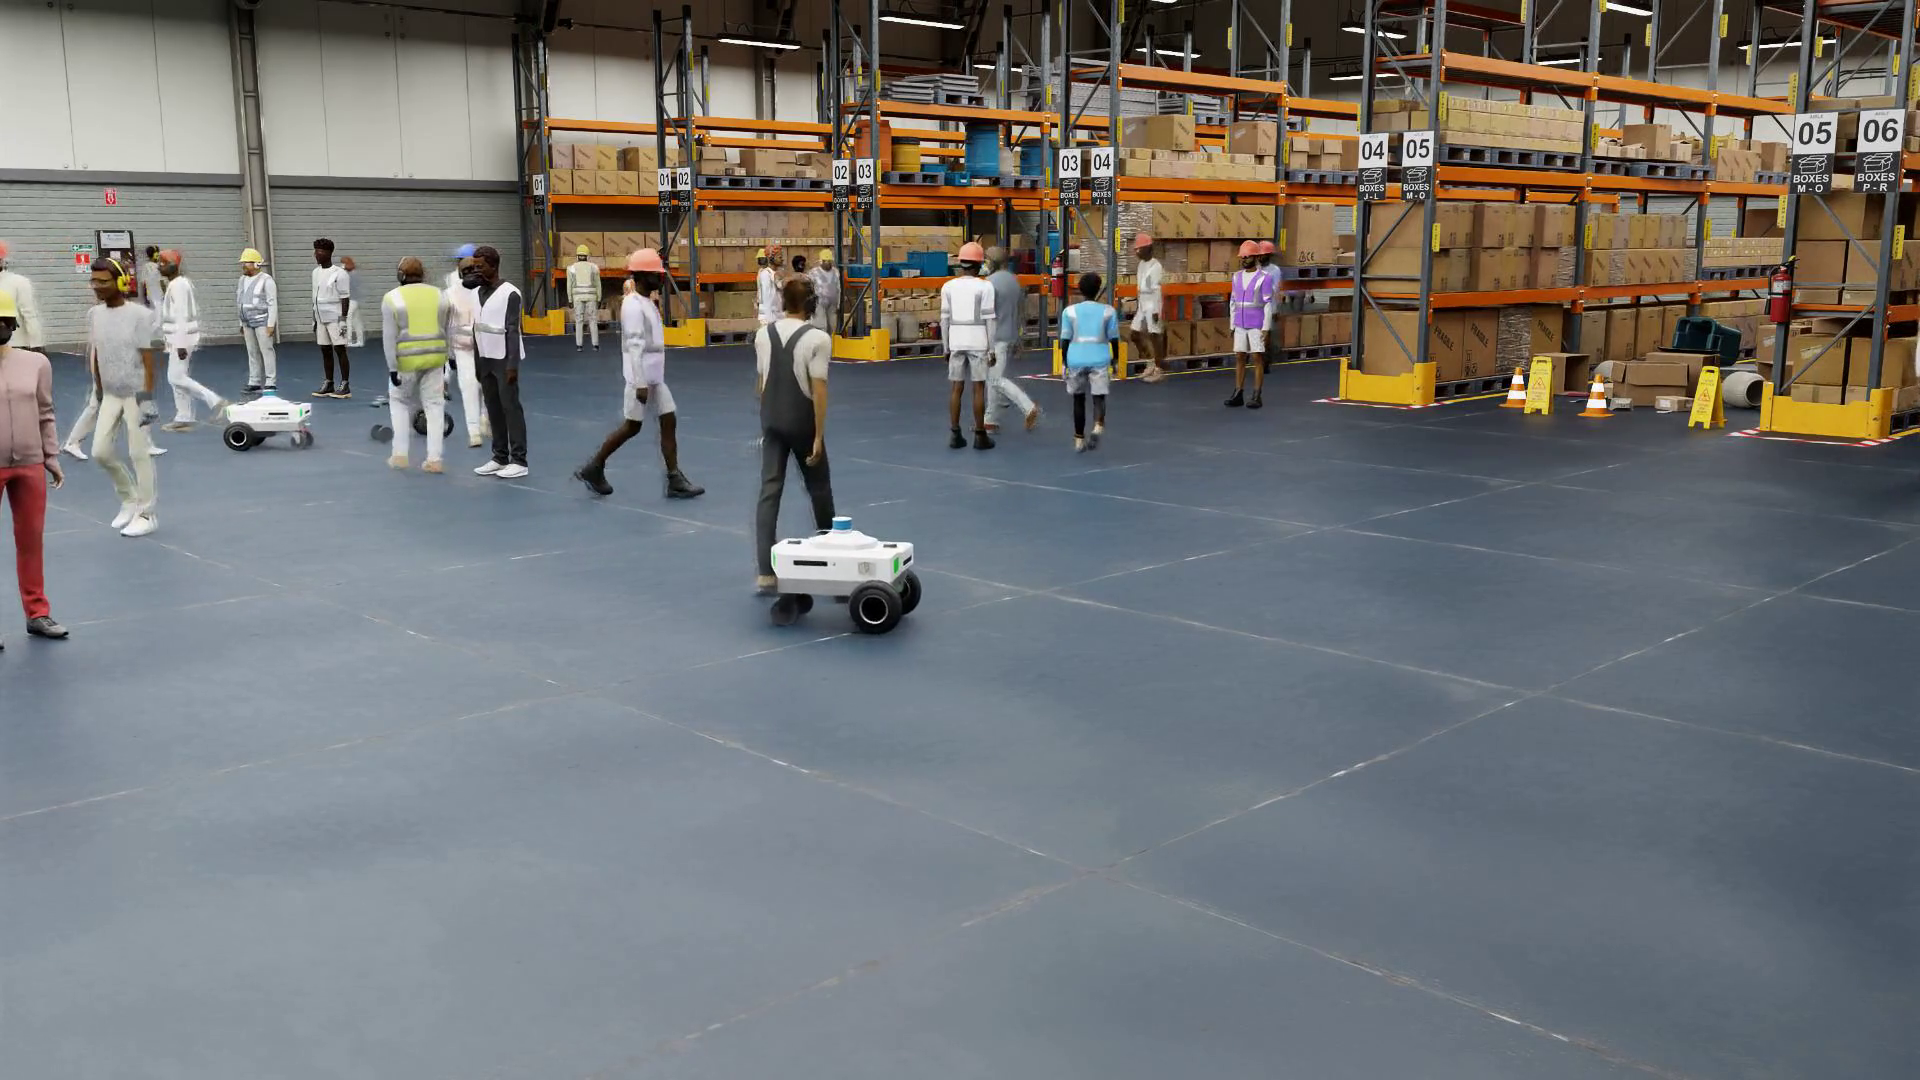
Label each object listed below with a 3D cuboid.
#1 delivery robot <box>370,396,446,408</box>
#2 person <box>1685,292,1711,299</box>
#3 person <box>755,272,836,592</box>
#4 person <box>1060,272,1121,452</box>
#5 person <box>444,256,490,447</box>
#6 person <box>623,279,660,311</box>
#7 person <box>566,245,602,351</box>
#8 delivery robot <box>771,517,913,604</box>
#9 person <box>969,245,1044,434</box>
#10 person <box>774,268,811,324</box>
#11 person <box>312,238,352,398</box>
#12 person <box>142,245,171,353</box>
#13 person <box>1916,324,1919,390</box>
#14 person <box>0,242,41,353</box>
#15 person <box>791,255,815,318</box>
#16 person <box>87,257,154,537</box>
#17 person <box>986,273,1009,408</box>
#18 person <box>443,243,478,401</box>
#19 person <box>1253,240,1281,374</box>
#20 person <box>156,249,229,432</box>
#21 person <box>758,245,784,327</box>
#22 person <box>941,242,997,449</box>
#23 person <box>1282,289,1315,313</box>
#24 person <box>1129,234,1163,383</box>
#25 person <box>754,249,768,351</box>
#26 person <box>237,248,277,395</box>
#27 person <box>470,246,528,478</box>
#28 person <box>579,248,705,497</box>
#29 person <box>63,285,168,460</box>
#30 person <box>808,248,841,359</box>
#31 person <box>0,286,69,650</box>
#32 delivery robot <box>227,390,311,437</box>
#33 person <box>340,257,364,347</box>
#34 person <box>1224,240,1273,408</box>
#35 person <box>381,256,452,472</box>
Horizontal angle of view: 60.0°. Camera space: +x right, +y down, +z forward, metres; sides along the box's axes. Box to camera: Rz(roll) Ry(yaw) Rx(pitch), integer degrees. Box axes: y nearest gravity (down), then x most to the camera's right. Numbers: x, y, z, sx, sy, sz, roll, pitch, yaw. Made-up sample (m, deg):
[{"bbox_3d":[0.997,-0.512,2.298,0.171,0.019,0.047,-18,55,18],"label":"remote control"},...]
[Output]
[{"bbox_3d":[-5.505,-1.456,16.575,0.698,0.223,0.335,-8,13,-36],"label":"delivery robot"},{"bbox_3d":[13.769,-4.483,30.993,0.413,1.619,0.524,-6,12,-29],"label":"person"},{"bbox_3d":[-0.927,-0.643,9.636,0.513,1.780,1.001,4,11,20],"label":"person"},{"bbox_3d":[1.198,-1.623,15.280,0.559,1.670,0.623,1,10,4],"label":"person"},{"bbox_3d":[-4.687,-1.845,16.147,0.629,1.813,0.831,-4,11,-19],"label":"person"},{"bbox_3d":[-4.527,-3.181,23.719,0.552,1.684,0.354,1,10,8],"label":"person"},{"bbox_3d":[-6.534,-4.211,28.961,0.586,1.833,0.403,-2,11,-11],"label":"person"},{"bbox_3d":[-0.615,0.124,8.668,0.707,0.478,0.477,2,11,12],"label":"delivery robot"},{"bbox_3d":[0.455,-1.980,16.601,0.848,1.909,0.637,5,12,27],"label":"person"},{"bbox_3d":[-2.011,-2.495,20.216,0.548,1.602,0.482,8,13,37],"label":"person"},{"bbox_3d":[-7.813,-2.748,20.615,0.603,1.966,0.368,6,12,29],"label":"person"},{"bbox_3d":[-13.705,-4.088,28.275,0.525,1.847,0.850,7,13,35],"label":"person"},{"bbox_3d":[8.074,-1.427,13.570,0.819,1.910,0.546,-8,13,-39],"label":"person"},{"bbox_3d":[-8.881,-1.788,15.366,0.658,1.966,0.566,2,11,10],"label":"person"},{"bbox_3d":[-2.535,-3.604,26.034,0.547,1.694,0.330,-9,14,-42],"label":"person"},{"bbox_3d":[-5.591,-0.950,11.119,0.530,1.855,0.382,2,11,10],"label":"person"},{"bbox_3d":[0.389,-2.429,19.450,0.523,1.760,0.327,-4,11,-22],"label":"person"},{"bbox_3d":[-6.054,-2.666,20.344,0.617,1.913,0.953,4,11,23],"label":"person"},{"bbox_3d":[4.404,-3.384,24.193,0.413,1.922,0.565,-7,12,-33],"label":"person"},{"bbox_3d":[-7.914,-2.037,17.024,0.570,1.864,0.619,-5,11,-23],"label":"person"},{"bbox_3d":[-2.297,-2.681,20.476,0.354,1.883,0.572,1,10,3],"label":"person"},{"bbox_3d":[0.100,-1.840,15.747,0.551,1.934,0.373,5,11,24],"label":"person"},{"bbox_3d":[6.248,-4.565,30.701,0.611,1.906,0.604,-8,13,-38],"label":"person"},{"bbox_3d":[2.587,-3.157,22.764,0.481,2.014,0.733,-4,11,-21],"label":"person"},{"bbox_3d":[-3.367,-4.140,28.748,0.322,1.769,0.523,-7,12,-32],"label":"person"},{"bbox_3d":[-8.903,-2.758,21.027,0.586,1.835,0.404,5,12,26],"label":"person"},{"bbox_3d":[-3.862,-1.493,13.928,0.587,1.912,0.374,8,13,37],"label":"person"},{"bbox_3d":[-2.469,-1.270,12.719,0.927,1.908,0.549,1,10,8],"label":"person"},{"bbox_3d":[-7.679,-1.516,14.946,0.826,1.581,0.551,-6,12,-30],"label":"person"},{"bbox_3d":[-2.221,-3.831,26.981,0.593,1.797,0.607,-8,13,-38],"label":"person"},{"bbox_3d":[-4.670,-0.365,8.163,0.330,1.768,0.526,7,13,34],"label":"person"},{"bbox_3d":[-6.562,-1.186,15.811,0.707,0.478,0.477,-1,10,-8],"label":"delivery robot"},{"bbox_3d":[-10.990,-4.254,29.765,0.644,1.609,0.532,-10,14,-43],"label":"person"},{"bbox_3d":[3.382,-2.526,19.480,0.546,1.939,0.375,10,14,42],"label":"person"},{"bbox_3d":[-4.680,-1.506,14.260,0.632,1.817,0.729,-8,13,-38],"label":"person"}]
